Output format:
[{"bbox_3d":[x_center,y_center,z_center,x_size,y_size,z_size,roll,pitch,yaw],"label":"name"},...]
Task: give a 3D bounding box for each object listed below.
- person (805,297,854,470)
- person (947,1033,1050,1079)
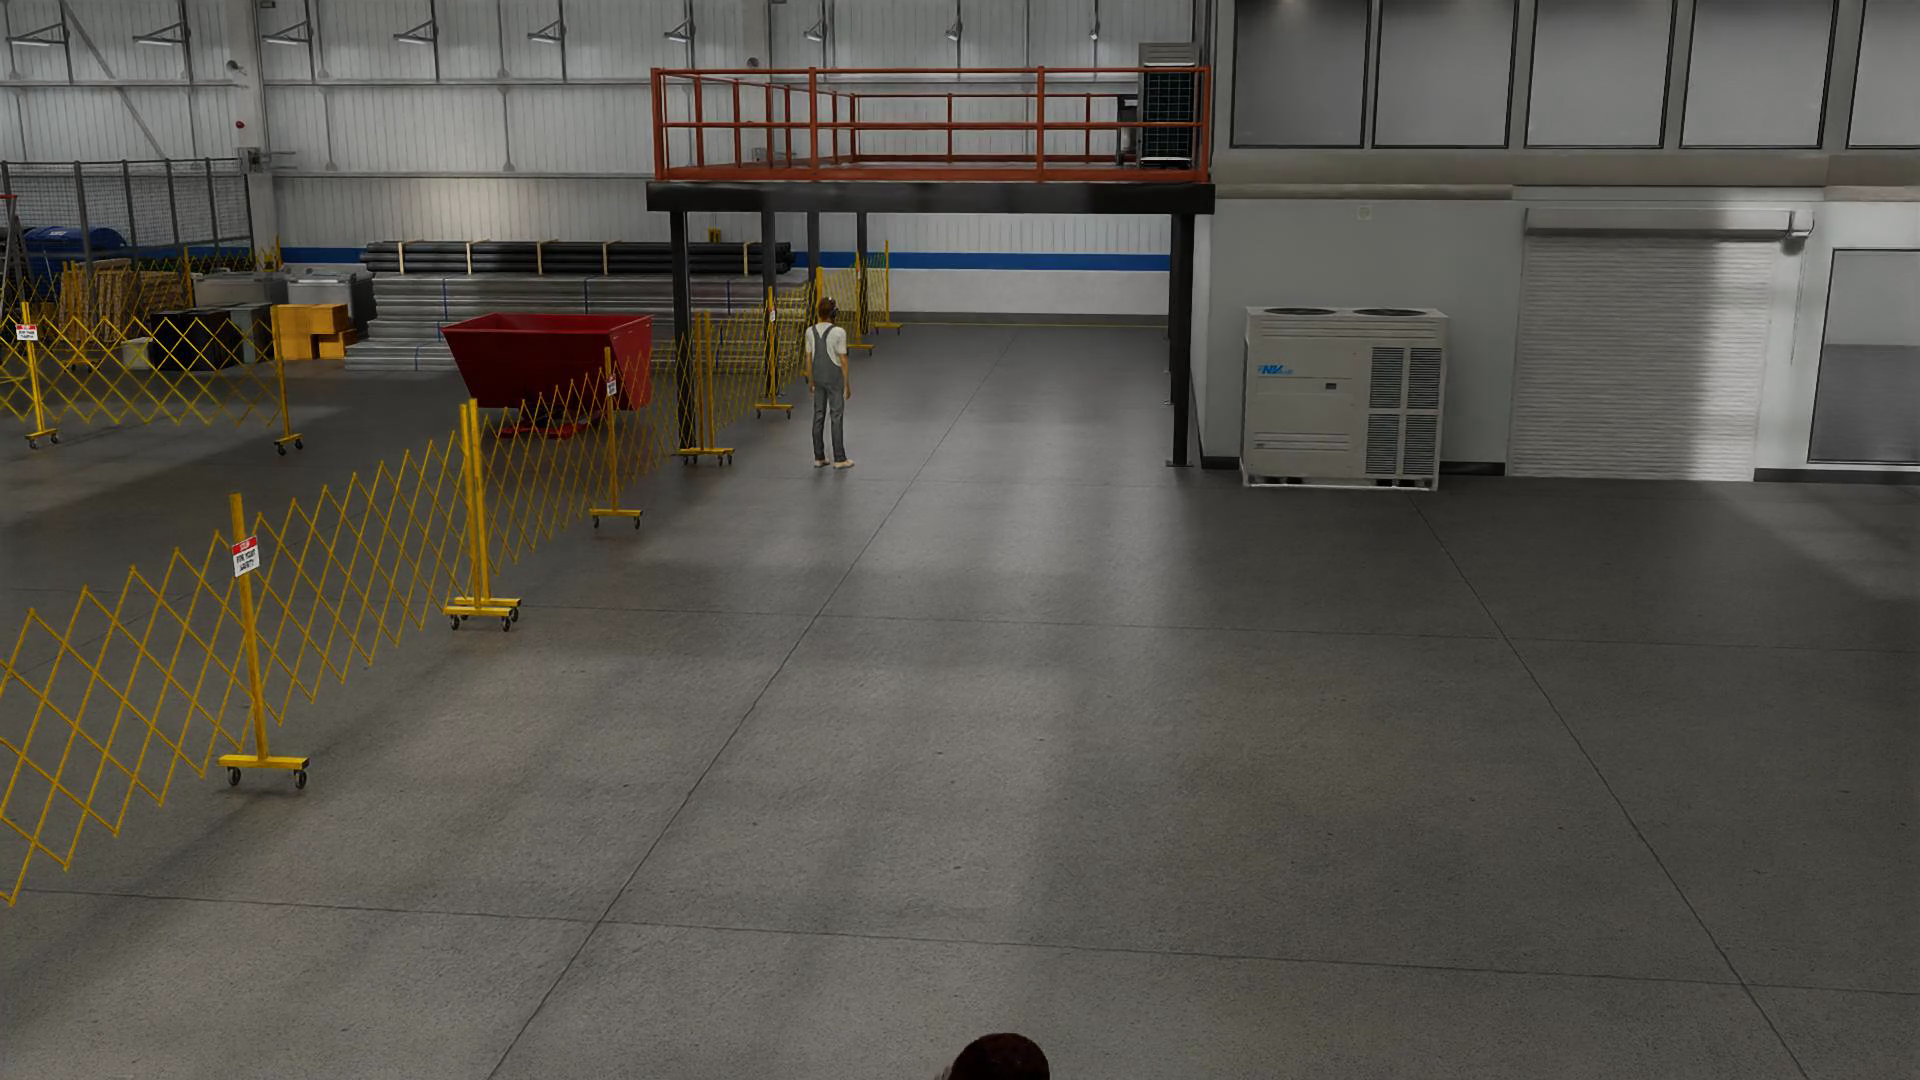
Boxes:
[{"bbox_3d":[-1.402,-1.673,17.785,0.505,1.846,0.346,7,15,25],"label":"person"},{"bbox_3d":[0.039,1.851,3.264,0.612,1.899,0.461,7,15,26],"label":"person"}]
